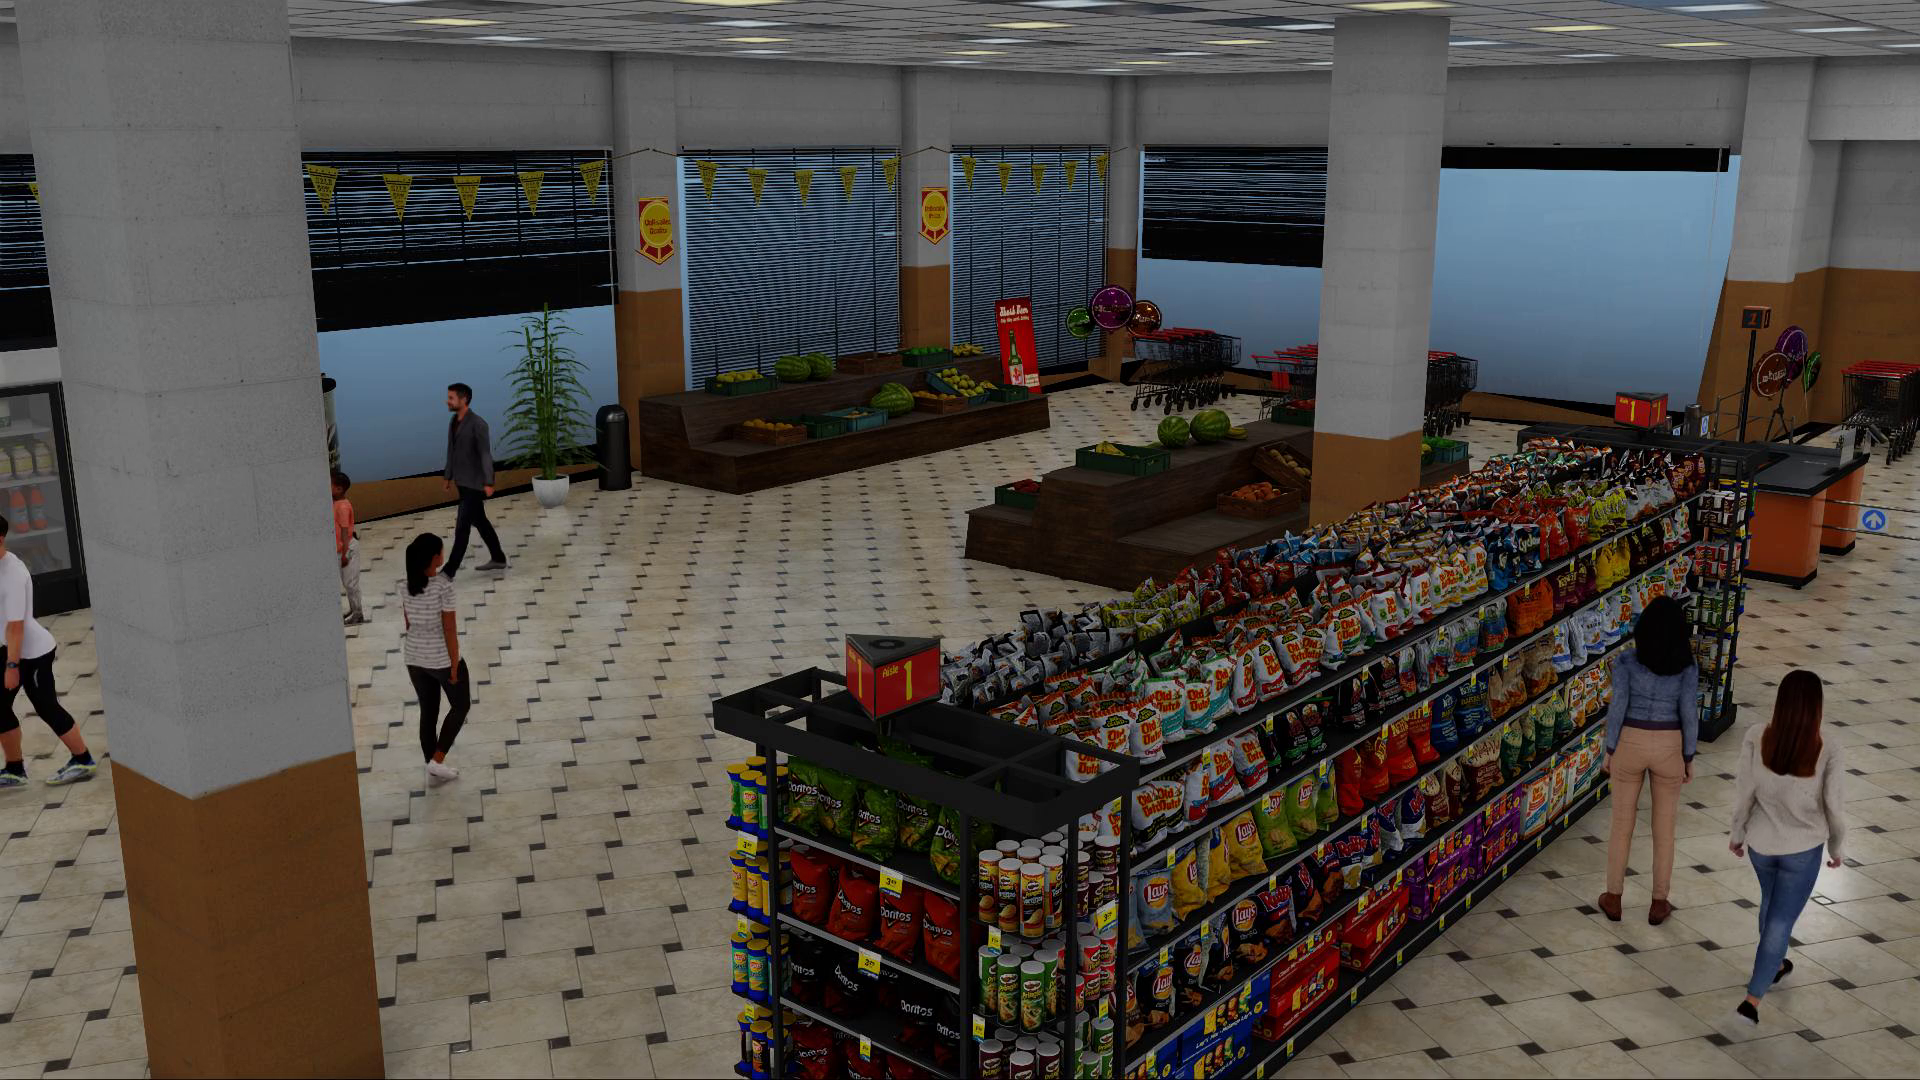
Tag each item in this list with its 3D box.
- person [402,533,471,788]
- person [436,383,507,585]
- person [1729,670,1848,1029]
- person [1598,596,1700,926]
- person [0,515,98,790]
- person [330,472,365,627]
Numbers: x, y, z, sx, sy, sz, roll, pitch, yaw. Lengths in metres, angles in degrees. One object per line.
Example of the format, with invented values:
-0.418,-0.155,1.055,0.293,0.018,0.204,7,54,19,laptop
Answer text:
-3.359,0.787,10.417,0.667,1.631,0.720,5,15,21,person
-4.474,-0.522,15.414,1.182,1.819,0.799,-13,19,-43,person
3.776,1.451,7.637,0.665,1.651,1.126,12,18,41,person
3.582,1.140,8.656,0.680,1.775,0.686,5,14,19,person
-5.795,0.683,10.449,0.924,1.818,0.697,-11,18,-39,person
-5.191,0.068,14.064,0.554,1.310,0.530,-8,16,-30,person
